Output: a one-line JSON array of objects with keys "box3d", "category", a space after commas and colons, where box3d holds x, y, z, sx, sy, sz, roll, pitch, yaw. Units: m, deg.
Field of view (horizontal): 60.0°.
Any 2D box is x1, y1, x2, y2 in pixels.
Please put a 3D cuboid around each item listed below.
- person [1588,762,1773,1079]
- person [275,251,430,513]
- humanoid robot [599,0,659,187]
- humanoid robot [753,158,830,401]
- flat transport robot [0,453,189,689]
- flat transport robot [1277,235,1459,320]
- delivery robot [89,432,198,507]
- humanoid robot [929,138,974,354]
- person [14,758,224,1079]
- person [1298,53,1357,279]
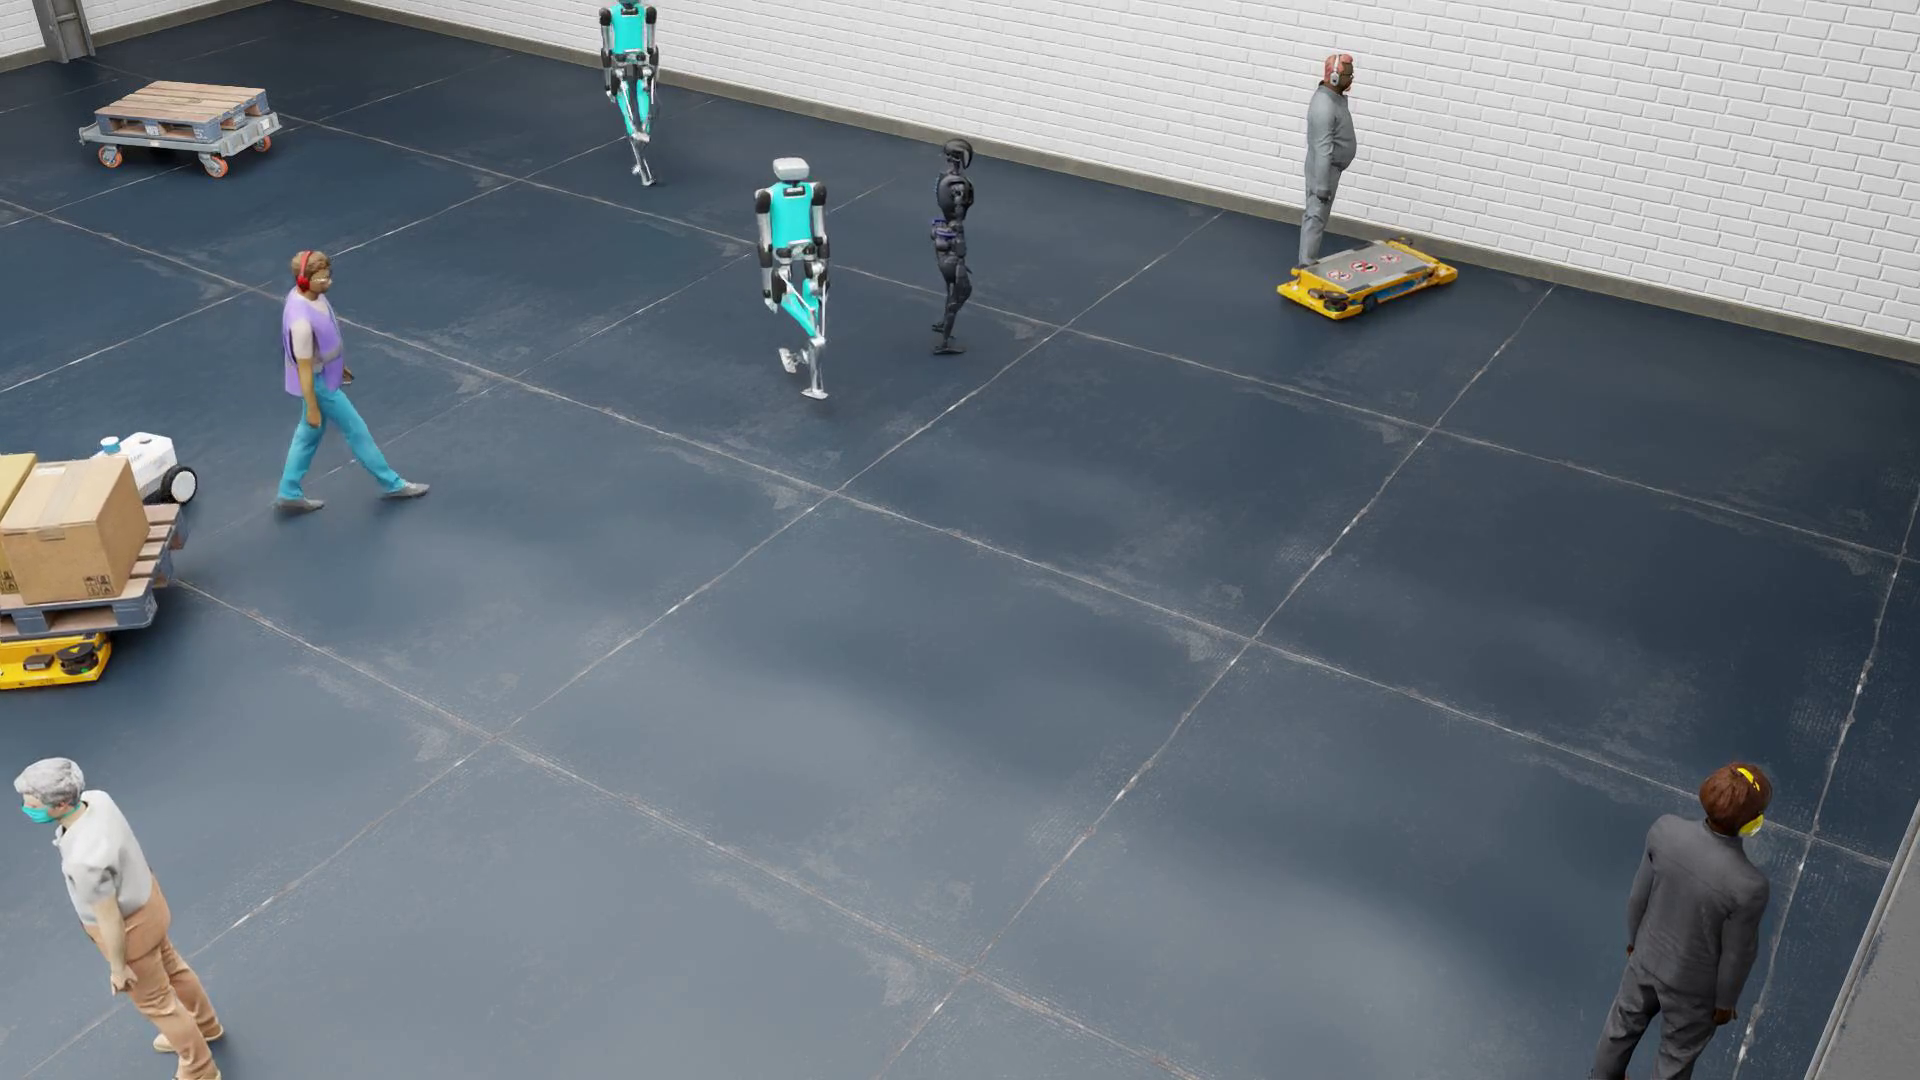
[{"box3d": [2.726, 1.599, 6.284, 0.355, 1.875, 0.492, -19, 37, -27], "category": "person"}, {"box3d": [-3.980, -0.972, 10.369, 0.949, 1.785, 0.591, -10, 34, -16], "category": "person"}, {"box3d": [-2.952, -4.115, 15.385, 0.559, 1.851, 0.807, -13, 35, -19], "category": "humanoid robot"}, {"box3d": [-1.061, -1.738, 11.610, 0.566, 1.719, 1.051, -17, 36, -25], "category": "humanoid robot"}, {"box3d": [-5.196, 0.366, 9.687, 0.659, 0.231, 1.431, -5, 33, -8], "category": "flat transport robot"}, {"box3d": [3.347, -2.152, 13.605, 1.431, 0.231, 0.659, -21, 38, -29], "category": "flat transport robot"}, {"box3d": [-5.324, -0.379, 10.570, 0.499, 0.583, 0.774, 11, 34, 17], "category": "delivery robot"}, {"box3d": [-0.051, -2.165, 12.315, 0.346, 1.646, 0.611, -5, 33, -8], "category": "humanoid robot"}, {"box3d": [-3.287, 1.518, 6.549, 0.352, 1.733, 0.481, -12, 35, -18], "category": "person"}, {"box3d": [2.937, -2.939, 13.316, 0.414, 1.908, 0.642, 7, 33, 11], "category": "person"}]
